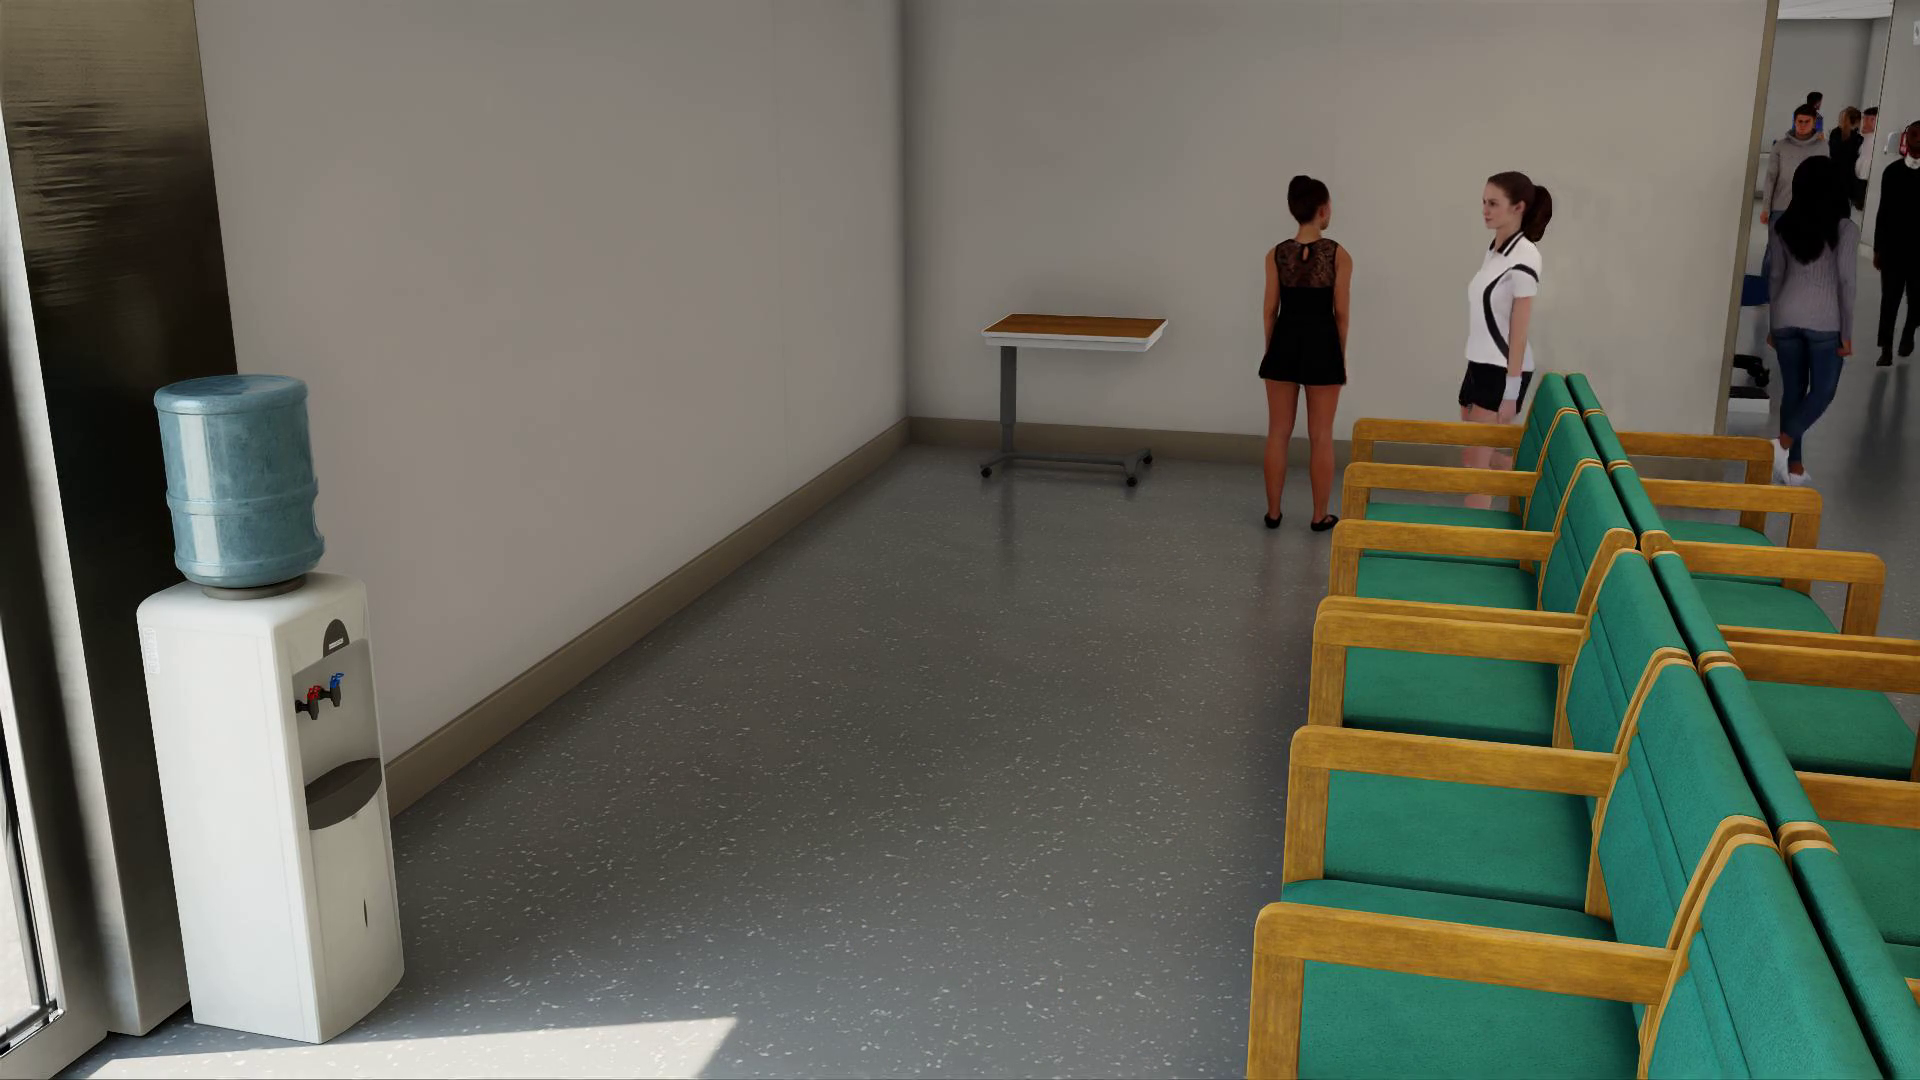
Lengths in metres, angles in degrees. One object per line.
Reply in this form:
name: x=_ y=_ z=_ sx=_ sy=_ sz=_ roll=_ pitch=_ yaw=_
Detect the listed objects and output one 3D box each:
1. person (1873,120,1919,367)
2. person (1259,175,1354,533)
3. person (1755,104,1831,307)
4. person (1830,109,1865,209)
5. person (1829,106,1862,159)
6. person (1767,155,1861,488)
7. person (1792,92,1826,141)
person: x=7.097 y=-2.197 z=12.403 sx=1.205 sy=1.778 sz=0.985 roll=10 pitch=19 yaw=32
person: x=1.635 y=-0.878 z=7.914 sx=0.534 sy=1.677 sz=0.661 roll=6 pitch=17 yaw=21
person: x=7.748 y=-3.096 z=15.459 sx=0.525 sy=1.851 sz=0.750 roll=6 pitch=17 yaw=19
person: x=11.177 y=-4.598 z=21.117 sx=0.936 sy=1.672 sz=0.877 roll=-10 pitch=19 yaw=-33
person: x=11.593 y=-4.842 z=21.939 sx=0.800 sy=1.696 sz=0.730 roll=-12 pitch=20 yaw=-37
person: x=4.302 y=-1.080 z=8.554 sx=0.963 sy=1.717 sz=0.929 roll=-10 pitch=19 yaw=-32
person: x=12.043 y=-5.476 z=23.951 sx=1.212 sy=1.824 sz=1.014 roll=-5 pitch=17 yaw=-18
